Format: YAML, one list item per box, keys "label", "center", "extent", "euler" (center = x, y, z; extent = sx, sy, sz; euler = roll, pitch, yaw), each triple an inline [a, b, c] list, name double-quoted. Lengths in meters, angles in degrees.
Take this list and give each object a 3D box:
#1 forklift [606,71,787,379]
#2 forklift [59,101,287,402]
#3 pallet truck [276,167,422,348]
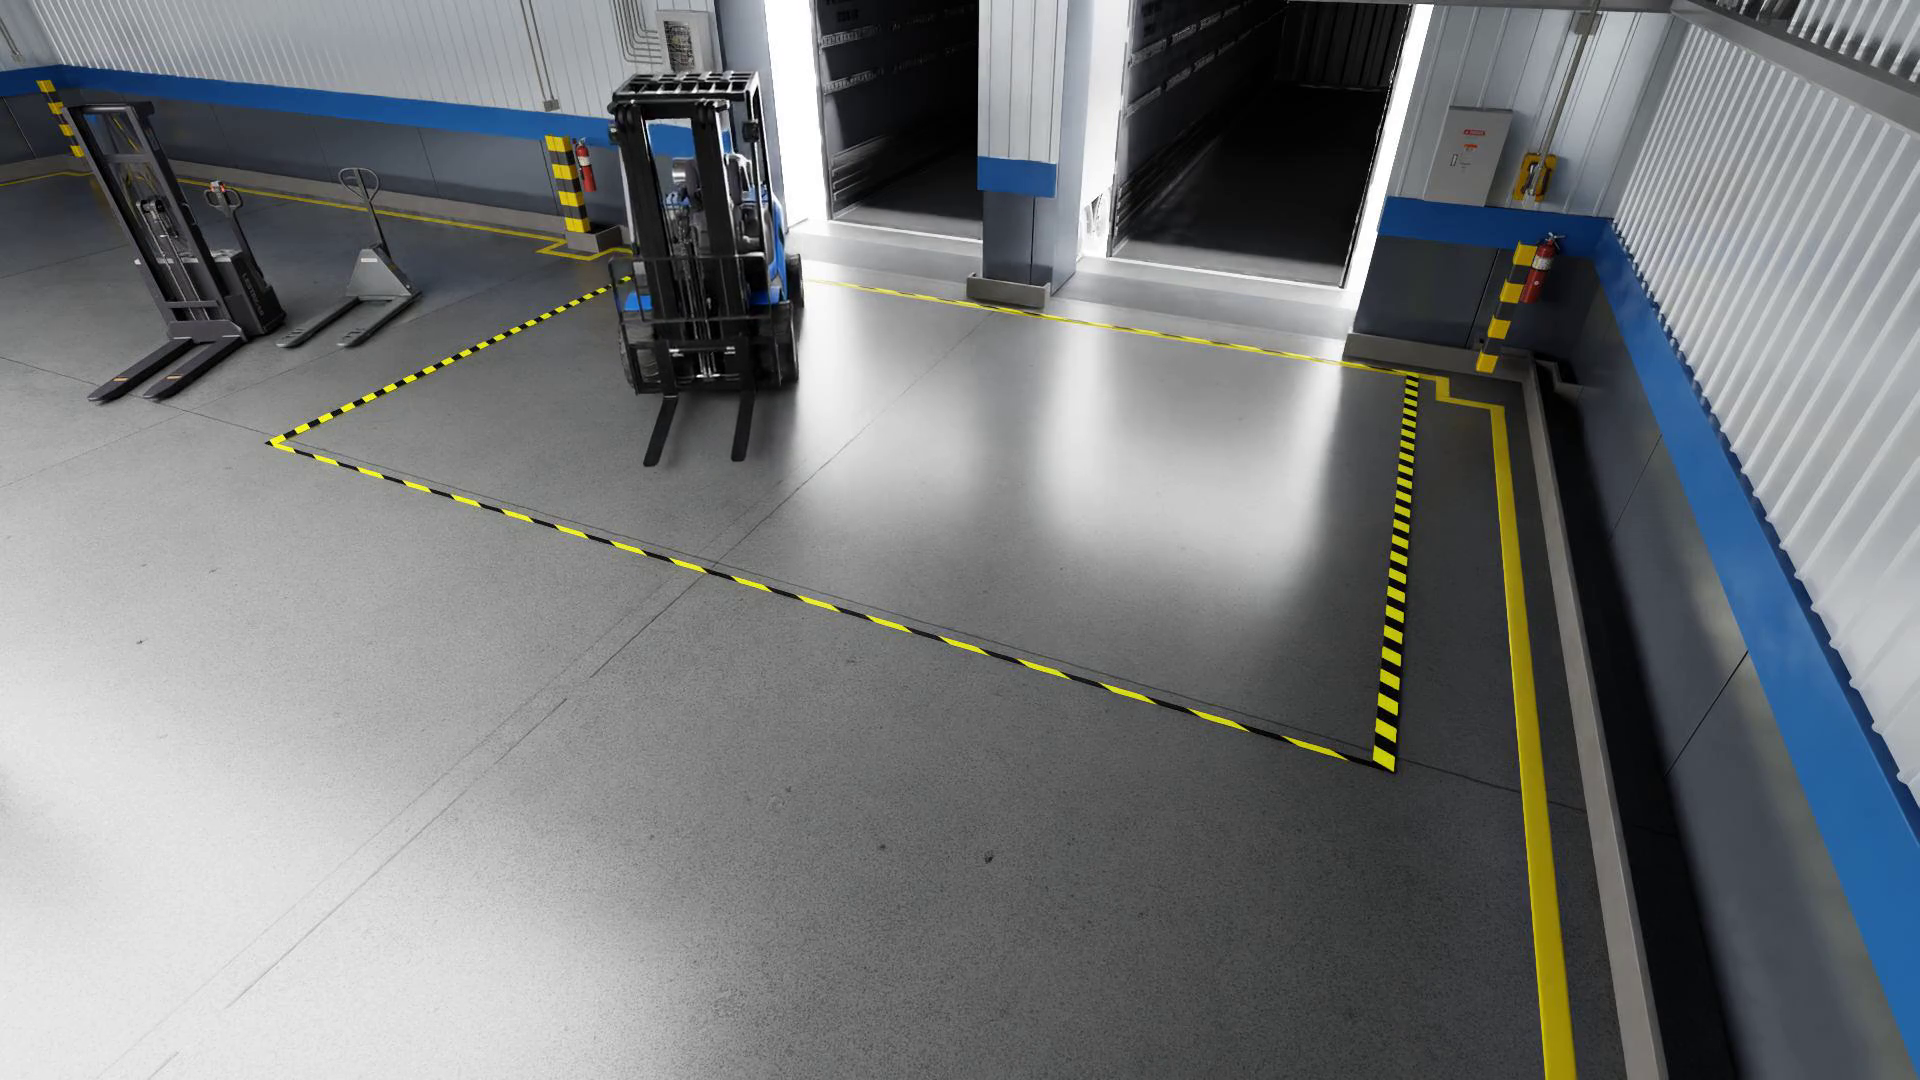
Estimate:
- label: "forklift"
  center: [-2.098, -2.711, 7.585]
  extent: [1.157, 2.036, 2.680]
  euler: [-4, 35, -6]
- label: "forklift"
  center: [-6.686, -2.387, 7.434]
  extent: [0.823, 1.965, 1.885]
  euler: [-3, 35, -5]
- label: "pallet truck"
  center: [-5.732, -2.611, 8.414]
  extent: [0.680, 1.201, 1.601]
  euler: [-1, 35, -1]
